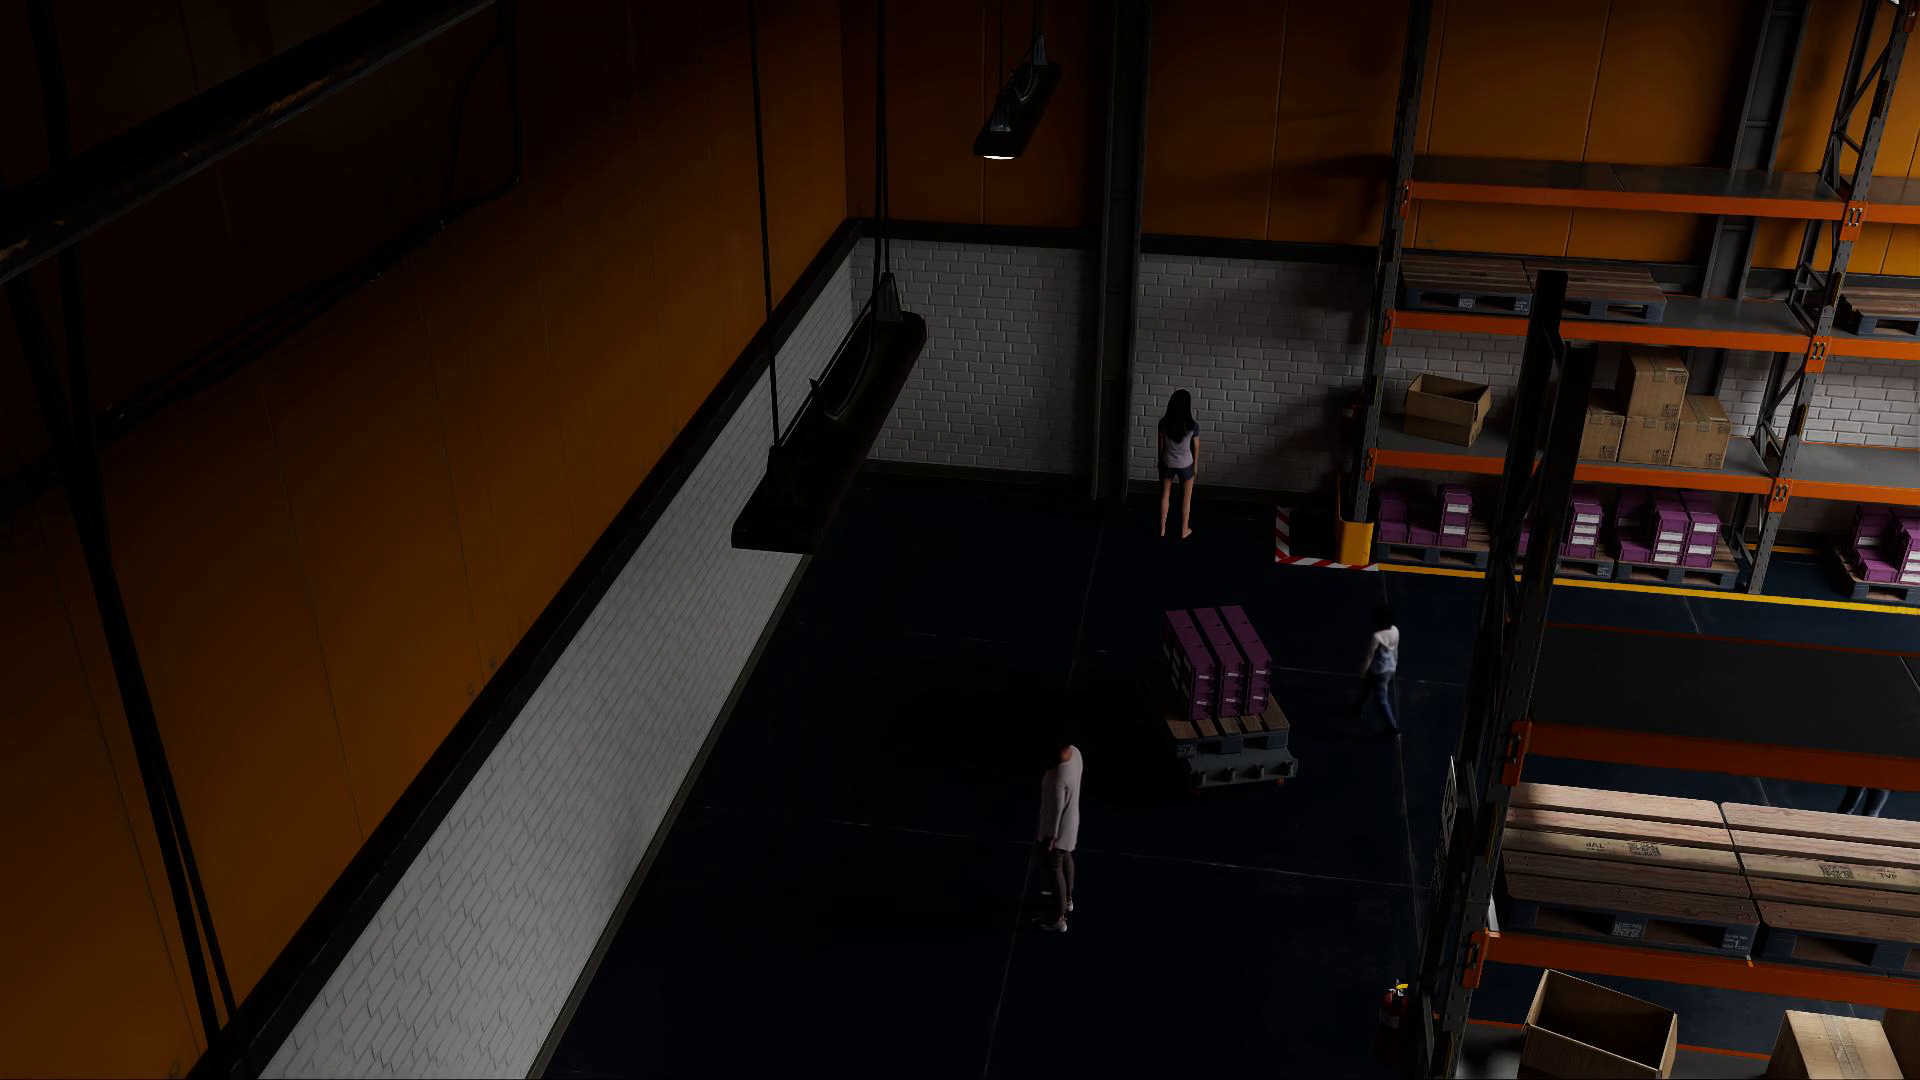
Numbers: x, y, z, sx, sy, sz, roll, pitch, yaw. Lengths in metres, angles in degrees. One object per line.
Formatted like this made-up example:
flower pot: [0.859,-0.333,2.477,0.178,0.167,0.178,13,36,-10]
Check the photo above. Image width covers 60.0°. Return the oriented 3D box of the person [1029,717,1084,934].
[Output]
person: [0.727,2.078,12.275,0.597,1.840,0.703,9,30,16]

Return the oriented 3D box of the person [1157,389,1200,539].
person: [2.308,-0.817,17.721,0.492,1.706,0.670,8,30,14]

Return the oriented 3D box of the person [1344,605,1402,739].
person: [3.722,1.161,14.578,0.865,1.244,0.923,-19,34,-30]
